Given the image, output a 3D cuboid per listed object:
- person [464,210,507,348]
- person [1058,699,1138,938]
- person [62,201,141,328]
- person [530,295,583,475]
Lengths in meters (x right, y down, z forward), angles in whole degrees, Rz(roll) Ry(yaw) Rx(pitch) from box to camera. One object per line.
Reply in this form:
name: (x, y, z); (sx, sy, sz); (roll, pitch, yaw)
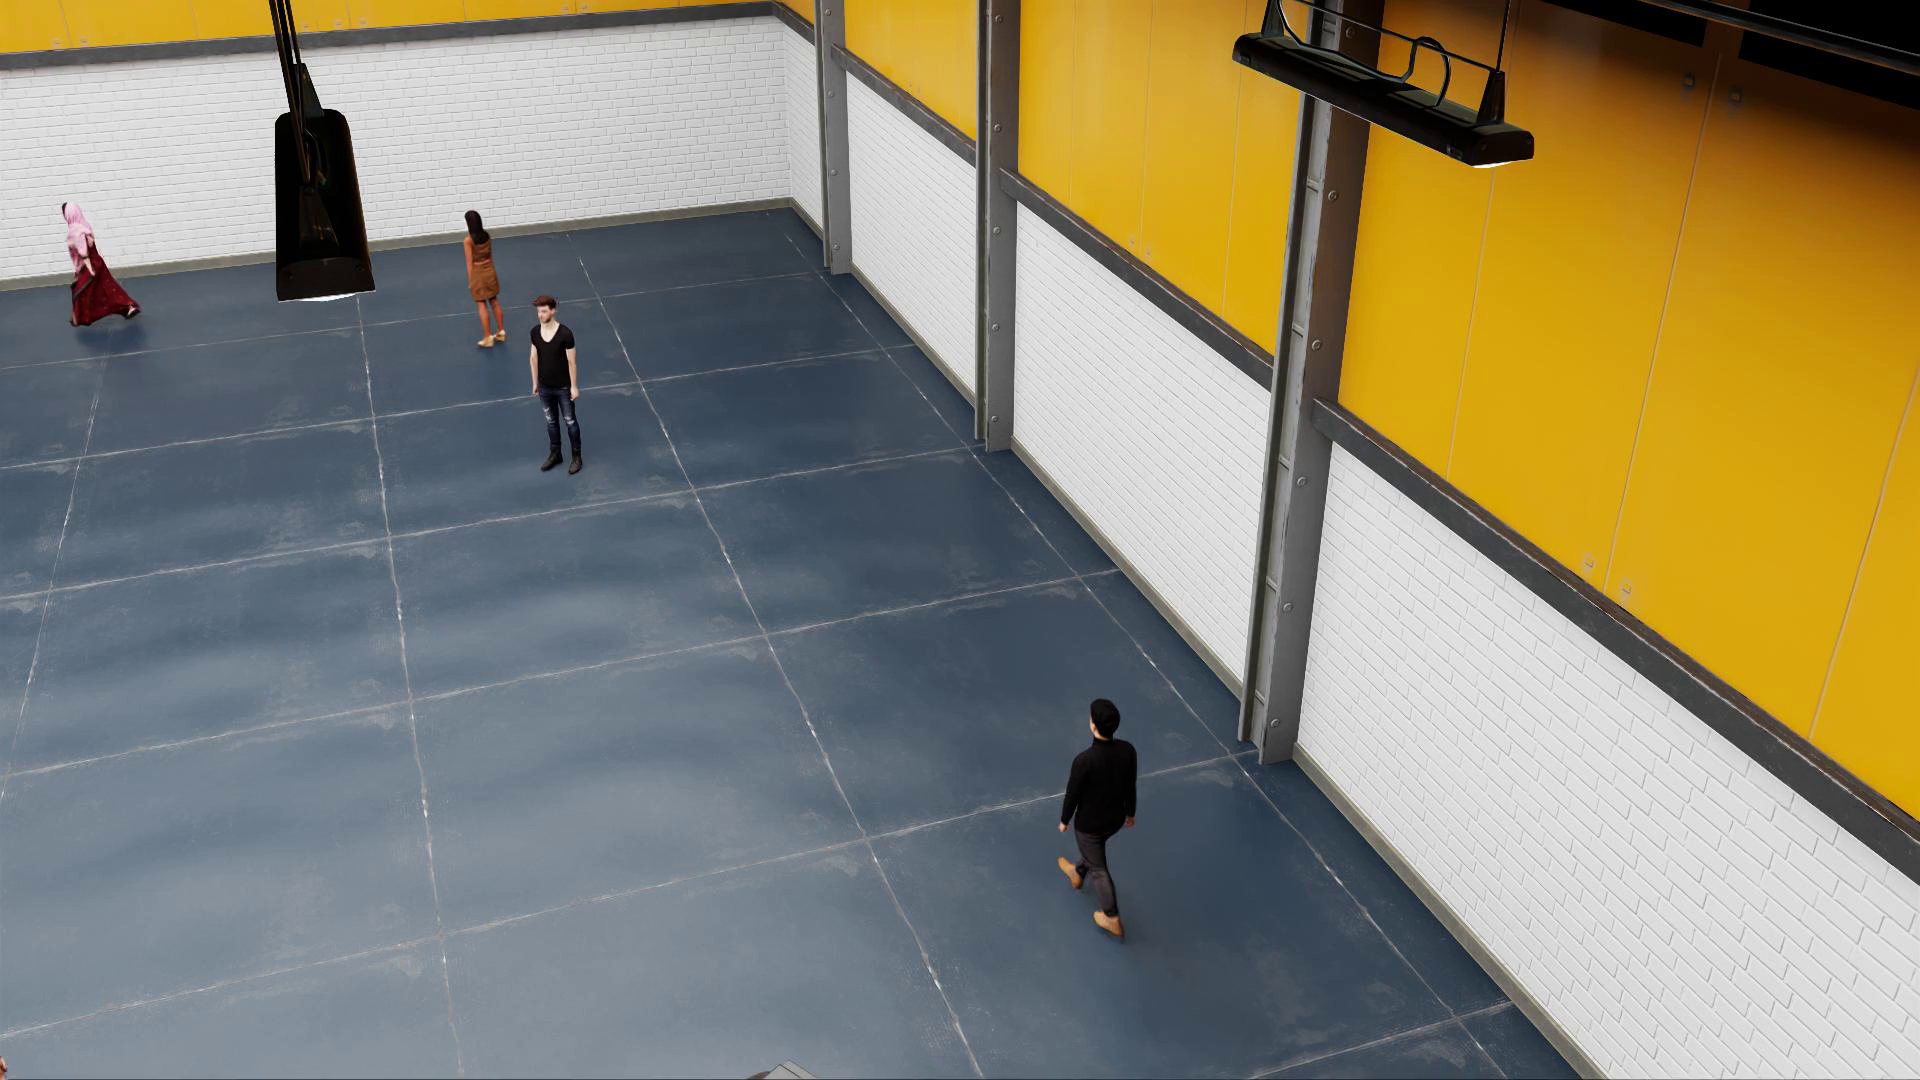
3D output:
person: (-5.807, -3.188, 20.234); (0.682, 1.684, 0.632); (15, 32, 25)
person: (0.954, 1.861, 10.982); (0.812, 1.682, 1.122); (-17, 33, -28)
person: (-10.778, -3.434, 20.775); (0.881, 1.599, 1.085); (-2, 29, -4)
person: (-4.161, -1.621, 17.140); (0.760, 1.897, 0.776); (7, 29, 12)
